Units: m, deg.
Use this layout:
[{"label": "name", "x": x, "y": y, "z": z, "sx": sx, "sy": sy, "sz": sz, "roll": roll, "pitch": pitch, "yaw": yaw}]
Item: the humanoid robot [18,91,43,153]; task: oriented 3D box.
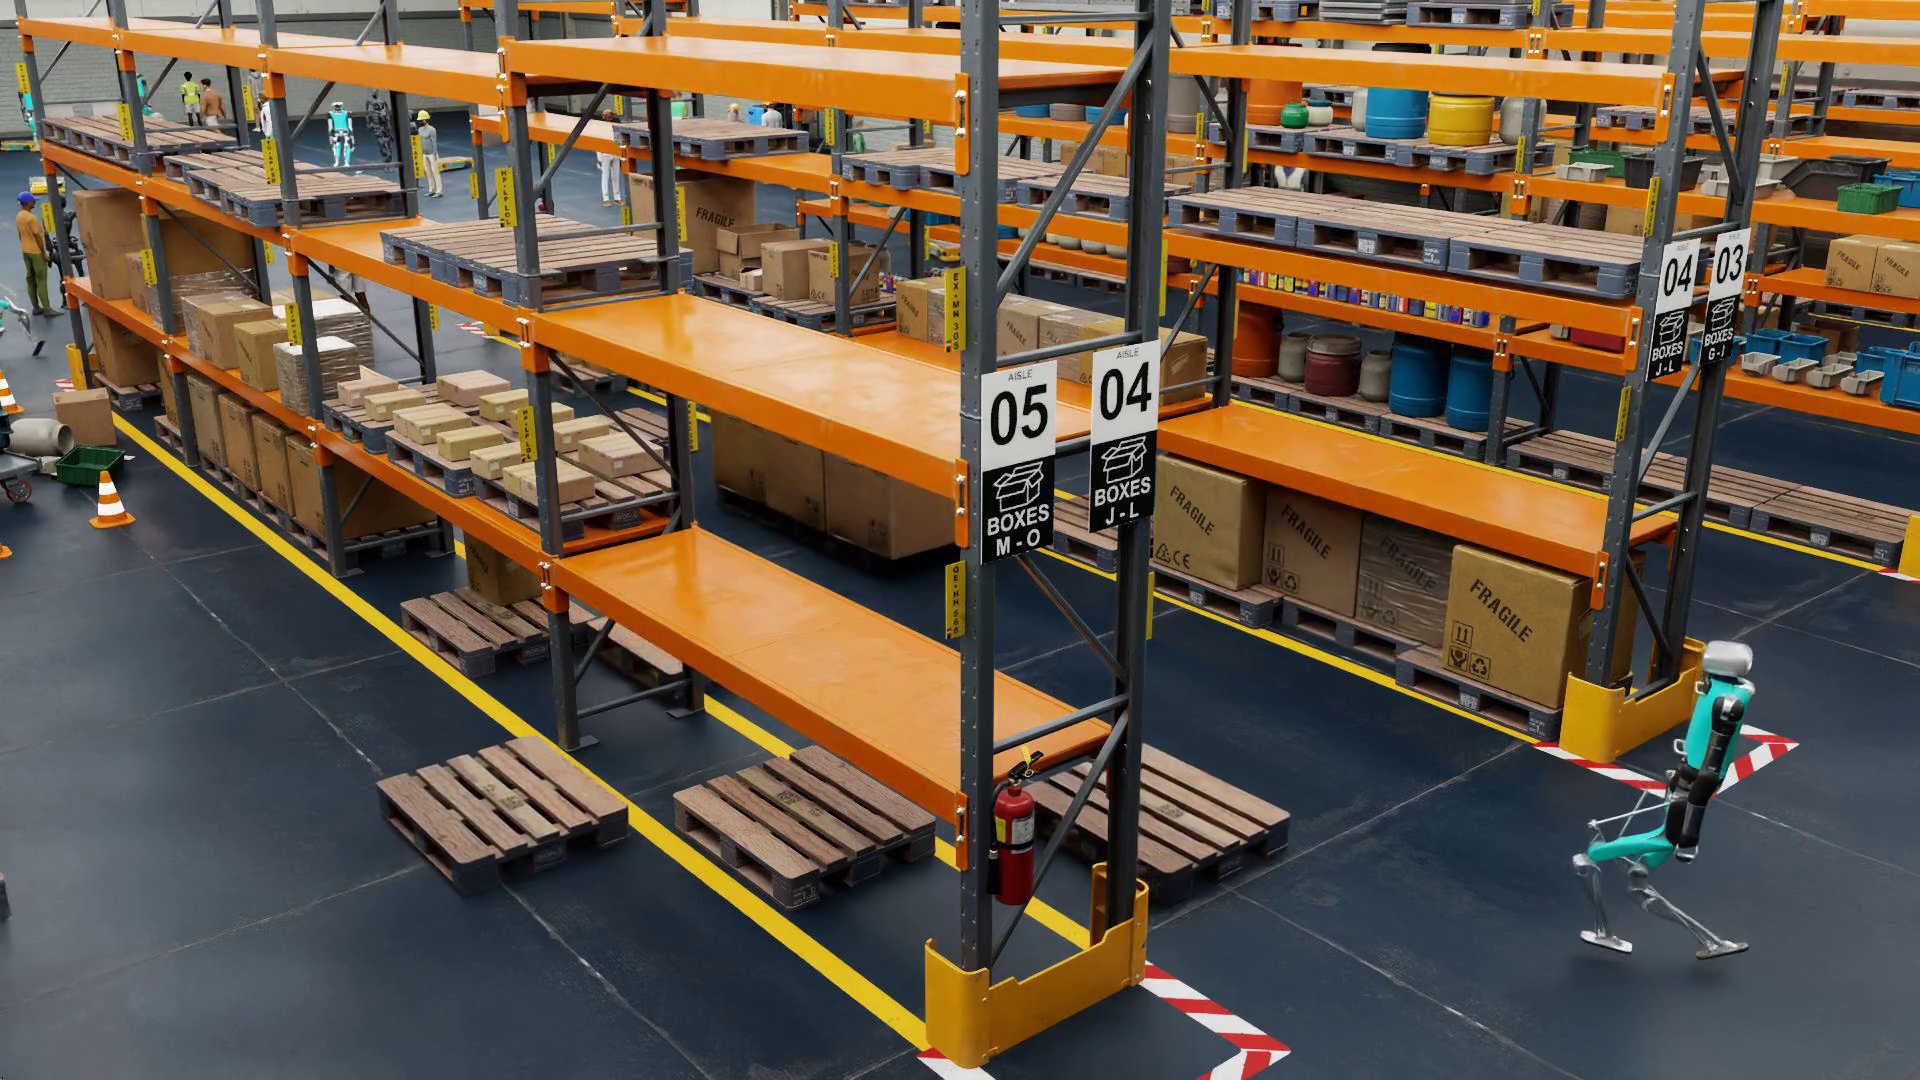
[{"label": "humanoid robot", "x": -23.401, "y": -10.659, "z": 42.049, "sx": 0.543, "sy": 1.748, "sz": 0.954, "roll": -11, "pitch": 22, "yaw": -28}]

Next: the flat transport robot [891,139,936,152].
[{"label": "flat transport robot", "x": -0.981, "y": -7.884, "z": 36.375, "sx": 0.659, "sy": 0.231, "sz": 1.431, "roll": -8, "pitch": 21, "yaw": -22}]

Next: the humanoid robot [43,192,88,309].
[{"label": "humanoid robot", "x": -12.578, "y": -4.081, "z": 23.444, "sx": 0.399, "sy": 1.637, "sz": 0.600, "roll": 17, "pitch": 26, "yaw": 40}]

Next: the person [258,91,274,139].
[{"label": "person", "x": -15.555, "y": -9.140, "z": 37.468, "sx": 0.378, "sy": 1.916, "sz": 0.493, "roll": -7, "pitch": 21, "yaw": -19}]

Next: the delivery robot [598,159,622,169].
[{"label": "delivery robot", "x": -8.281, "y": -9.073, "z": 39.336, "sx": 0.507, "sy": 0.601, "sz": 0.773, "roll": 1, "pitch": 19, "yaw": 3}]

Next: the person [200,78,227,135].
[{"label": "person", "x": -19.181, "y": -10.953, "z": 42.778, "sx": 0.843, "sy": 1.819, "sz": 0.782, "roll": 6, "pitch": 20, "yaw": 17}]

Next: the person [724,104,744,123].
[{"label": "person", "x": -4.994, "y": -8.663, "z": 36.414, "sx": 0.605, "sy": 1.716, "sz": 0.764, "roll": -3, "pitch": 20, "yaw": -9}]

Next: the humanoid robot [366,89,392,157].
[{"label": "humanoid robot", "x": -14.496, "y": -10.389, "z": 41.423, "sx": 0.615, "sy": 1.626, "sz": 0.754, "roll": -3, "pitch": 20, "yaw": -9}]

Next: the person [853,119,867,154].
[{"label": "person", "x": -1.973, "y": -7.450, "z": 32.924, "sx": 0.451, "sy": 1.727, "sz": 0.468, "roll": 1, "pitch": 19, "yaw": 3}]

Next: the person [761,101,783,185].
[{"label": "person", "x": -4.094, "y": -8.701, "z": 36.260, "sx": 0.574, "sy": 1.888, "sz": 0.399, "roll": -15, "pitch": 24, "yaw": -36}]

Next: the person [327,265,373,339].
[{"label": "person", "x": -7.878, "y": -3.503, "z": 21.358, "sx": 0.374, "sy": 1.958, "sz": 0.600, "roll": 11, "pitch": 22, "yaw": 29}]

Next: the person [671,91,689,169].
[{"label": "person", "x": -6.438, "y": -9.533, "z": 38.560, "sx": 0.583, "sy": 1.928, "sz": 0.836, "roll": 5, "pitch": 20, "yaw": 14}]

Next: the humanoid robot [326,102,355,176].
[{"label": "humanoid robot", "x": -13.428, "y": -8.561, "z": 36.096, "sx": 0.539, "sy": 1.773, "sz": 0.780, "roll": -4, "pitch": 20, "yaw": -11}]

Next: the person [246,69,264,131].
[{"label": "person", "x": -20.046, "y": -12.611, "z": 47.423, "sx": 0.402, "sy": 1.870, "sz": 0.494, "roll": 12, "pitch": 22, "yaw": 30}]

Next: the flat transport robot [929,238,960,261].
[{"label": "flat transport robot", "x": -0.175, "y": -4.849, "z": 27.736, "sx": 0.659, "sy": 0.231, "sz": 1.431, "roll": -7, "pitch": 21, "yaw": -20}]

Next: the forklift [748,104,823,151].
[{"label": "forklift", "x": -4.526, "y": -11.368, "z": 42.374, "sx": 1.129, "sy": 2.768, "sz": 1.873, "roll": -15, "pitch": 24, "yaw": -37}]

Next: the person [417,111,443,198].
[{"label": "person", "x": -10.989, "y": -7.973, "z": 34.384, "sx": 0.515, "sy": 1.757, "sz": 0.333, "roll": 13, "pitch": 23, "yaw": 32}]

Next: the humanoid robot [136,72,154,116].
[{"label": "humanoid robot", "x": -22.535, "y": -12.075, "z": 46.113, "sx": 0.540, "sy": 1.772, "sz": 0.933, "roll": 1, "pitch": 19, "yaw": 4}]

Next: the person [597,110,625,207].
[{"label": "person", "x": -6.973, "y": -7.624, "z": 33.202, "sx": 0.574, "sy": 1.882, "sz": 0.356, "roll": -16, "pitch": 25, "yaw": -38}]

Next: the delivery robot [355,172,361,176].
[{"label": "delivery robot", "x": -12.332, "y": -7.252, "z": 34.122, "sx": 0.499, "sy": 0.581, "sz": 0.767, "roll": 7, "pitch": 21, "yaw": 20}]

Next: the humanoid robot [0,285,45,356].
[{"label": "humanoid robot", "x": -11.848, "y": -3.086, "z": 20.552, "sx": 0.960, "sy": 1.773, "sz": 0.531, "roll": -2, "pitch": 19, "yaw": -6}]

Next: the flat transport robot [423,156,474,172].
[{"label": "flat transport robot", "x": -12.003, "y": -8.824, "z": 39.048, "sx": 0.659, "sy": 0.231, "sz": 1.431, "roll": 11, "pitch": 22, "yaw": 28}]

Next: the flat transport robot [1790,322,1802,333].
[{"label": "flat transport robot", "x": 10.645, "y": -2.664, "z": 21.519, "sx": 0.659, "sy": 0.231, "sz": 1.431, "roll": -15, "pitch": 24, "yaw": -36}]

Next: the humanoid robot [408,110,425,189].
[{"label": "humanoid robot", "x": -11.718, "y": -8.355, "z": 35.583, "sx": 0.305, "sy": 1.652, "sz": 0.616, "roll": 3, "pitch": 20, "yaw": 8}]

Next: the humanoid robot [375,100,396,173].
[{"label": "humanoid robot", "x": -13.196, "y": -9.257, "z": 38.161, "sx": 0.334, "sy": 1.652, "sz": 0.608, "roll": 1, "pitch": 19, "yaw": 4}]

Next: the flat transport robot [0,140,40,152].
[{"label": "flat transport robot", "x": -24.111, "y": -10.130, "z": 42.765, "sx": 1.431, "sy": 0.231, "sz": 0.659, "roll": 2, "pitch": 19, "yaw": 6}]

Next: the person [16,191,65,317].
[{"label": "person", "x": -12.770, "y": -3.953, "z": 23.001, "sx": 0.448, "sy": 1.718, "sz": 0.357, "roll": 11, "pitch": 22, "yaw": 29}]

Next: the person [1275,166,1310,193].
[{"label": "person", "x": 5.470, "y": -5.489, "z": 27.224, "sx": 0.728, "sy": 1.825, "sz": 0.523, "roll": 11, "pitch": 22, "yaw": 29}]

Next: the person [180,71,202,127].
[{"label": "person", "x": -21.647, "y": -12.328, "z": 46.864, "sx": 0.540, "sy": 1.695, "sz": 0.315, "roll": -14, "pitch": 24, "yaw": -35}]

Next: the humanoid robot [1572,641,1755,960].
[{"label": "humanoid robot", "x": 3.379, "y": 1.293, "z": 8.039, "sx": 1.000, "sy": 1.738, "sz": 0.550, "roll": 7, "pitch": 21, "yaw": 20}]

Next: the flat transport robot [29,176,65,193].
[{"label": "flat transport robot", "x": -19.521, "y": -7.603, "z": 35.574, "sx": 0.659, "sy": 0.231, "sz": 1.431, "roll": -10, "pitch": 22, "yaw": -26}]

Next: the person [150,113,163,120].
[{"label": "person", "x": -15.654, "y": -7.448, "z": 32.727, "sx": 0.522, "sy": 1.873, "sz": 0.601, "roll": 4, "pitch": 20, "yaw": 11}]
